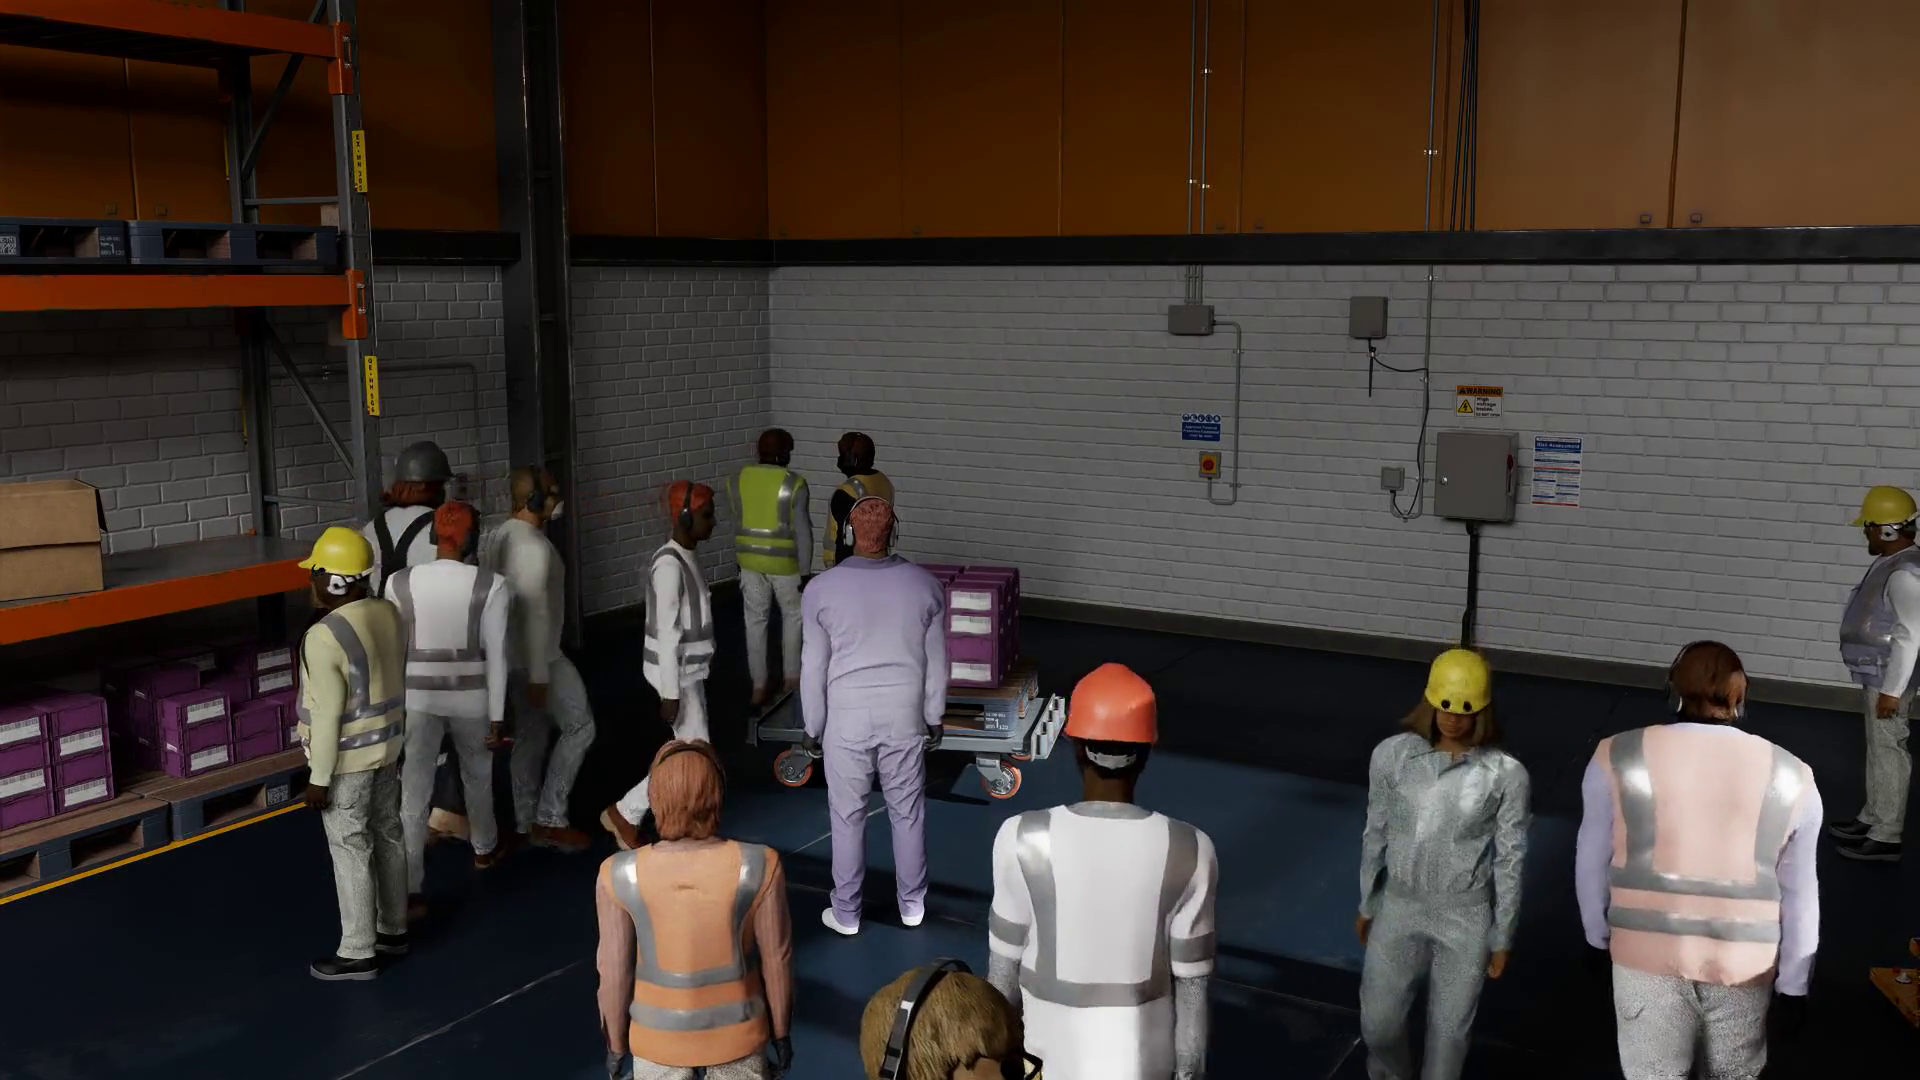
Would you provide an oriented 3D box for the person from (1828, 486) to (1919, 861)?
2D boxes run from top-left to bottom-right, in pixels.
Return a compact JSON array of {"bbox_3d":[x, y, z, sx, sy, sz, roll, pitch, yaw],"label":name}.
[{"bbox_3d":[4.487,0.644,8.082,0.404,1.822,0.591,4,10,24],"label":"person"}]

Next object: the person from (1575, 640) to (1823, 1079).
[{"bbox_3d":[2.110,1.191,4.829,0.634,1.802,0.860,3,10,17],"label":"person"}]

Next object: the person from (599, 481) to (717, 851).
[{"bbox_3d":[-1.390,0.645,7.927,0.527,1.866,0.593,0,9,-1],"label":"person"}]

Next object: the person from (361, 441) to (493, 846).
[{"bbox_3d":[-2.595,0.516,8.203,0.704,2.000,0.535,4,10,23],"label":"person"}]

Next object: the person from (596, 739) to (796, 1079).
[{"bbox_3d":[-0.686,1.328,4.369,0.514,1.643,0.311,-1,9,-7],"label":"person"}]

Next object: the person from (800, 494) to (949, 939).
[{"bbox_3d":[-0.374,0.753,7.137,0.651,1.907,0.409,-3,10,-17],"label":"person"}]

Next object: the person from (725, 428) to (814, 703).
[{"bbox_3d":[-1.239,0.160,11.118,0.665,1.817,0.617,3,10,17],"label":"person"}]

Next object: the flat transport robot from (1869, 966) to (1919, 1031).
[{"bbox_3d":[4.266,1.723,6.171,1.431,0.197,0.652,1,9,7],"label":"flat transport robot"}]

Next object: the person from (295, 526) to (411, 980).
[{"bbox_3d":[-2.458,0.853,6.731,0.404,1.836,0.600,2,9,12],"label":"person"}]

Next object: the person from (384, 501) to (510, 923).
[{"bbox_3d":[-2.346,0.746,7.505,0.631,1.823,1.088,-1,9,-5],"label":"person"}]

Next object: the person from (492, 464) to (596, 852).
[{"bbox_3d":[-2.014,0.580,8.155,0.506,1.920,0.646,-5,11,-30],"label":"person"}]

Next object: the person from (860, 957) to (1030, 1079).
[{"bbox_3d":[-0.033,1.508,2.330,0.372,1.940,0.630,4,10,24],"label":"person"}]

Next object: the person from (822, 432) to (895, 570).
[{"bbox_3d":[-0.659,0.230,10.606,0.429,1.844,0.627,3,10,21],"label":"person"}]

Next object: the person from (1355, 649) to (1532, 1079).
[{"bbox_3d":[1.466,1.166,5.103,0.505,1.721,0.369,4,10,23],"label":"person"}]

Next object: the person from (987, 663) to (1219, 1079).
[{"bbox_3d":[0.337,1.264,3.952,0.552,1.909,0.813,0,9,-1],"label":"person"}]
